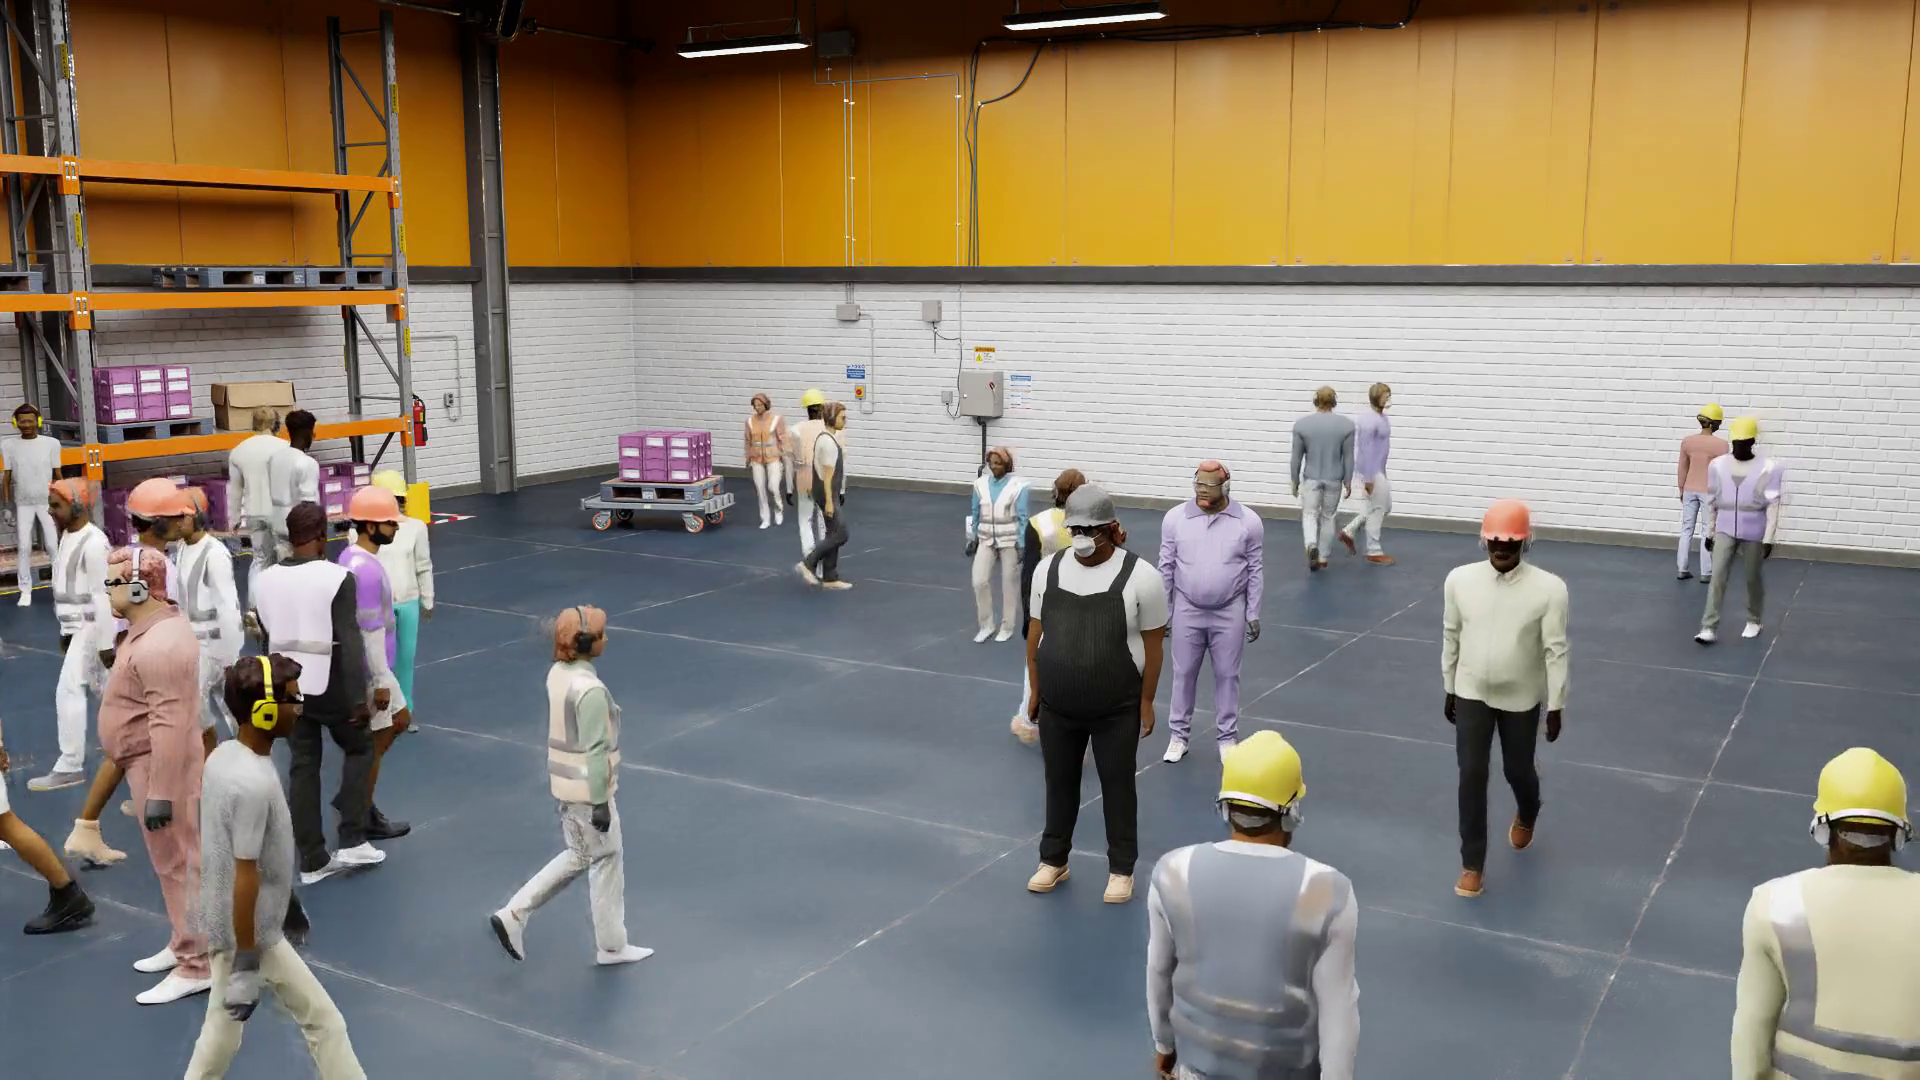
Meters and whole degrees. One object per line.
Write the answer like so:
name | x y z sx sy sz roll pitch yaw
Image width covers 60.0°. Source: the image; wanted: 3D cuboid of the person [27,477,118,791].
person | -5.127 0.529 9.957 0.884 1.855 0.574 -7 11 -37

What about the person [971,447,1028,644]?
person | 0.297 0.053 13.561 0.545 1.617 0.524 4 10 26

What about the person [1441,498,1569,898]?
person | 2.724 0.738 8.303 0.619 1.966 0.825 5 10 27

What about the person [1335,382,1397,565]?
person | 4.269 -0.695 17.330 0.572 1.920 0.644 4 10 25

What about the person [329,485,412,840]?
person | -3.121 0.660 8.872 0.423 1.918 0.574 -4 10 -25

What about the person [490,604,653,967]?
person | -1.680 1.084 7.166 0.608 1.623 0.520 -5 10 -29

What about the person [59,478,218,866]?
person | -4.183 0.676 8.576 0.614 1.999 1.022 8 12 41

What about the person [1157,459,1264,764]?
person | 1.533 0.448 10.250 0.652 1.904 0.402 2 9 11

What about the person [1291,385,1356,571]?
person | 3.655 -0.602 16.771 0.633 1.919 0.738 2 9 10

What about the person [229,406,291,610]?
person | -5.859 -0.174 14.160 0.836 1.905 0.561 2 9 13

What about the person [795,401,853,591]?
person | -1.262 -0.401 15.775 0.475 1.830 0.530 0 9 -2

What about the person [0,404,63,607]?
person | -8.455 -0.320 15.201 0.512 1.860 0.318 -4 10 -24

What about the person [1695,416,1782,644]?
person | 6.401 -0.081 13.650 0.597 1.877 0.967 8 12 40

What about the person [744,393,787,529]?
person | -2.315 -0.935 19.736 0.530 1.623 0.364 2 9 12

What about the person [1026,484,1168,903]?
person | 0.618 0.737 8.023 0.688 2.000 0.536 4 10 23

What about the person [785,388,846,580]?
person | -1.412 -0.532 16.355 0.603 1.908 0.548 -1 9 -6

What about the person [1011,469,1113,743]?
person | 0.633 0.448 10.567 0.648 1.802 0.881 -3 10 -19

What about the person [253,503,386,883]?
person | -3.206 0.760 8.372 0.680 1.875 0.586 3 10 17

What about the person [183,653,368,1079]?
person | -2.198 1.263 5.443 0.963 1.811 0.542 -7 12 -38

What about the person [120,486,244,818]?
person | -4.331 0.623 9.335 0.949 1.841 0.594 -6 11 -34

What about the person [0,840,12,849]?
person | -5.232 0.860 8.606 0.632 1.611 0.518 -3 10 -20

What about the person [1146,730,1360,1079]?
person | 0.824 1.402 4.653 0.617 1.781 0.948 4 10 24

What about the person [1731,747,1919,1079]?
person | 2.317 1.447 4.329 0.581 1.803 0.726 4 10 21

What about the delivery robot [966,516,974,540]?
delivery robot | 0.375 -0.127 17.744 0.477 0.478 0.707 -6 11 -34

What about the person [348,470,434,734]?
person | -3.724 0.411 10.929 0.551 1.752 0.372 -7 11 -37

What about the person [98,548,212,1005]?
person | -3.371 0.973 6.965 0.400 1.907 0.644 -4 10 -24

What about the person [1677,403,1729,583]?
person | 7.321 -0.462 16.359 0.326 1.767 0.533 -6 11 -32

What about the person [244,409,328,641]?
person | -5.466 -0.097 13.551 0.625 1.937 0.719 6 11 32

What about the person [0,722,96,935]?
person | -4.491 0.901 7.497 1.008 1.888 0.549 -5 10 -27
